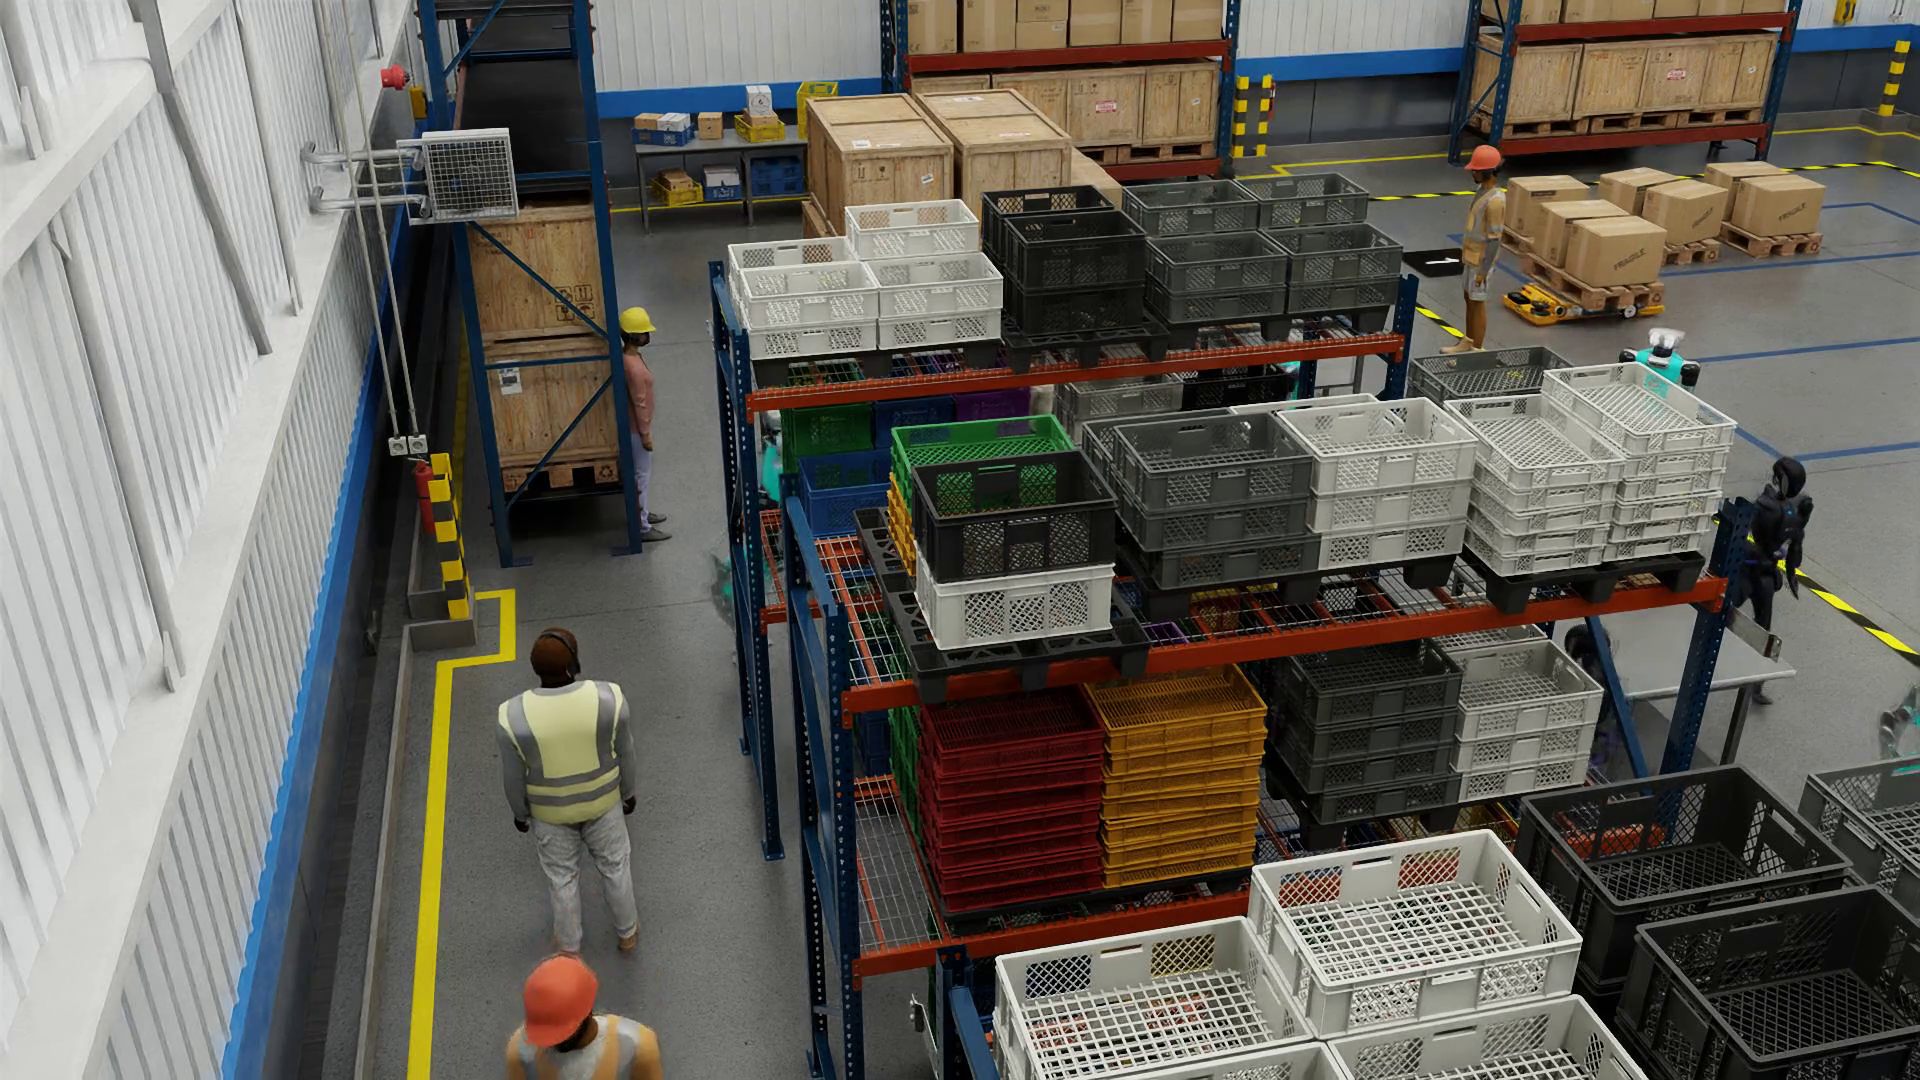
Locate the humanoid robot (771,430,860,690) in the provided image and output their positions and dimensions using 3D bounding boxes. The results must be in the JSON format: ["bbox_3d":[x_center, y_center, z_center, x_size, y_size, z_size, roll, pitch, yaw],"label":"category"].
[{"bbox_3d":[-0.784,0.165,10.211,0.666,1.848,0.538,-5,28,-10],"label":"humanoid robot"}]

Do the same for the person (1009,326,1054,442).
[{"bbox_3d":[0.472,-0.639,11.574,0.341,1.841,0.499,-21,35,-35],"label":"person"}]

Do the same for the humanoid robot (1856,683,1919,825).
[{"bbox_3d":[5.153,0.902,8.811,0.550,1.766,1.034,-10,29,-17],"label":"humanoid robot"}]

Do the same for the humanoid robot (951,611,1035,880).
[{"bbox_3d":[0.258,1.152,8.412,0.731,1.899,0.547,-2,28,-3],"label":"humanoid robot"}]

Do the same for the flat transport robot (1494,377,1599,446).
[{"bbox_3d":[4.780,-1.036,14.013,0.659,0.231,1.431,-6,28,-12],"label":"flat transport robot"}]

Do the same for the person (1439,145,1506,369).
[{"bbox_3d":[4.629,-2.532,14.960,0.393,2.032,0.613,2,28,3],"label":"person"}]

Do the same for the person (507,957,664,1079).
[{"bbox_3d":[-1.319,2.261,6.015,0.562,1.921,0.514,2,28,3],"label":"person"}]

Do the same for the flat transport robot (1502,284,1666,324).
[{"bbox_3d":[6.224,-2.406,16.581,1.431,0.197,0.652,-6,28,-12],"label":"flat transport robot"}]

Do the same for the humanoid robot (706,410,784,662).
[{"bbox_3d":[-1.342,-0.005,10.467,0.821,1.750,0.545,-10,29,-19],"label":"humanoid robot"}]

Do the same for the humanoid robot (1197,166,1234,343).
[{"bbox_3d":[2.500,-2.699,15.710,0.590,1.630,0.754,-1,28,-1],"label":"humanoid robot"}]

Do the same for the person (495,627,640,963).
[{"bbox_3d":[-1.859,1.245,8.000,0.622,1.841,0.431,-9,29,-17],"label":"person"}]

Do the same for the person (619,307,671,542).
[{"bbox_3d":[-2.308,-0.836,12.036,0.337,1.761,0.522,-9,29,-16],"label":"person"}]

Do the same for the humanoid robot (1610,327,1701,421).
[{"bbox_3d":[4.892,-0.781,11.808,0.533,1.677,0.735,16,32,27],"label":"humanoid robot"}]

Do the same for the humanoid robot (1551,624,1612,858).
[{"bbox_3d":[3.083,1.151,8.395,0.761,1.626,0.612,17,32,29],"label":"humanoid robot"}]

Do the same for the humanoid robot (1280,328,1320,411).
[{"bbox_3d":[2.000,-0.701,11.817,0.967,1.766,0.556,14,31,25],"label":"humanoid robot"}]

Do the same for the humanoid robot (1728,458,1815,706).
[{"bbox_3d":[4.875,0.199,10.203,0.593,1.621,0.753,-9,29,-16],"label":"humanoid robot"}]
